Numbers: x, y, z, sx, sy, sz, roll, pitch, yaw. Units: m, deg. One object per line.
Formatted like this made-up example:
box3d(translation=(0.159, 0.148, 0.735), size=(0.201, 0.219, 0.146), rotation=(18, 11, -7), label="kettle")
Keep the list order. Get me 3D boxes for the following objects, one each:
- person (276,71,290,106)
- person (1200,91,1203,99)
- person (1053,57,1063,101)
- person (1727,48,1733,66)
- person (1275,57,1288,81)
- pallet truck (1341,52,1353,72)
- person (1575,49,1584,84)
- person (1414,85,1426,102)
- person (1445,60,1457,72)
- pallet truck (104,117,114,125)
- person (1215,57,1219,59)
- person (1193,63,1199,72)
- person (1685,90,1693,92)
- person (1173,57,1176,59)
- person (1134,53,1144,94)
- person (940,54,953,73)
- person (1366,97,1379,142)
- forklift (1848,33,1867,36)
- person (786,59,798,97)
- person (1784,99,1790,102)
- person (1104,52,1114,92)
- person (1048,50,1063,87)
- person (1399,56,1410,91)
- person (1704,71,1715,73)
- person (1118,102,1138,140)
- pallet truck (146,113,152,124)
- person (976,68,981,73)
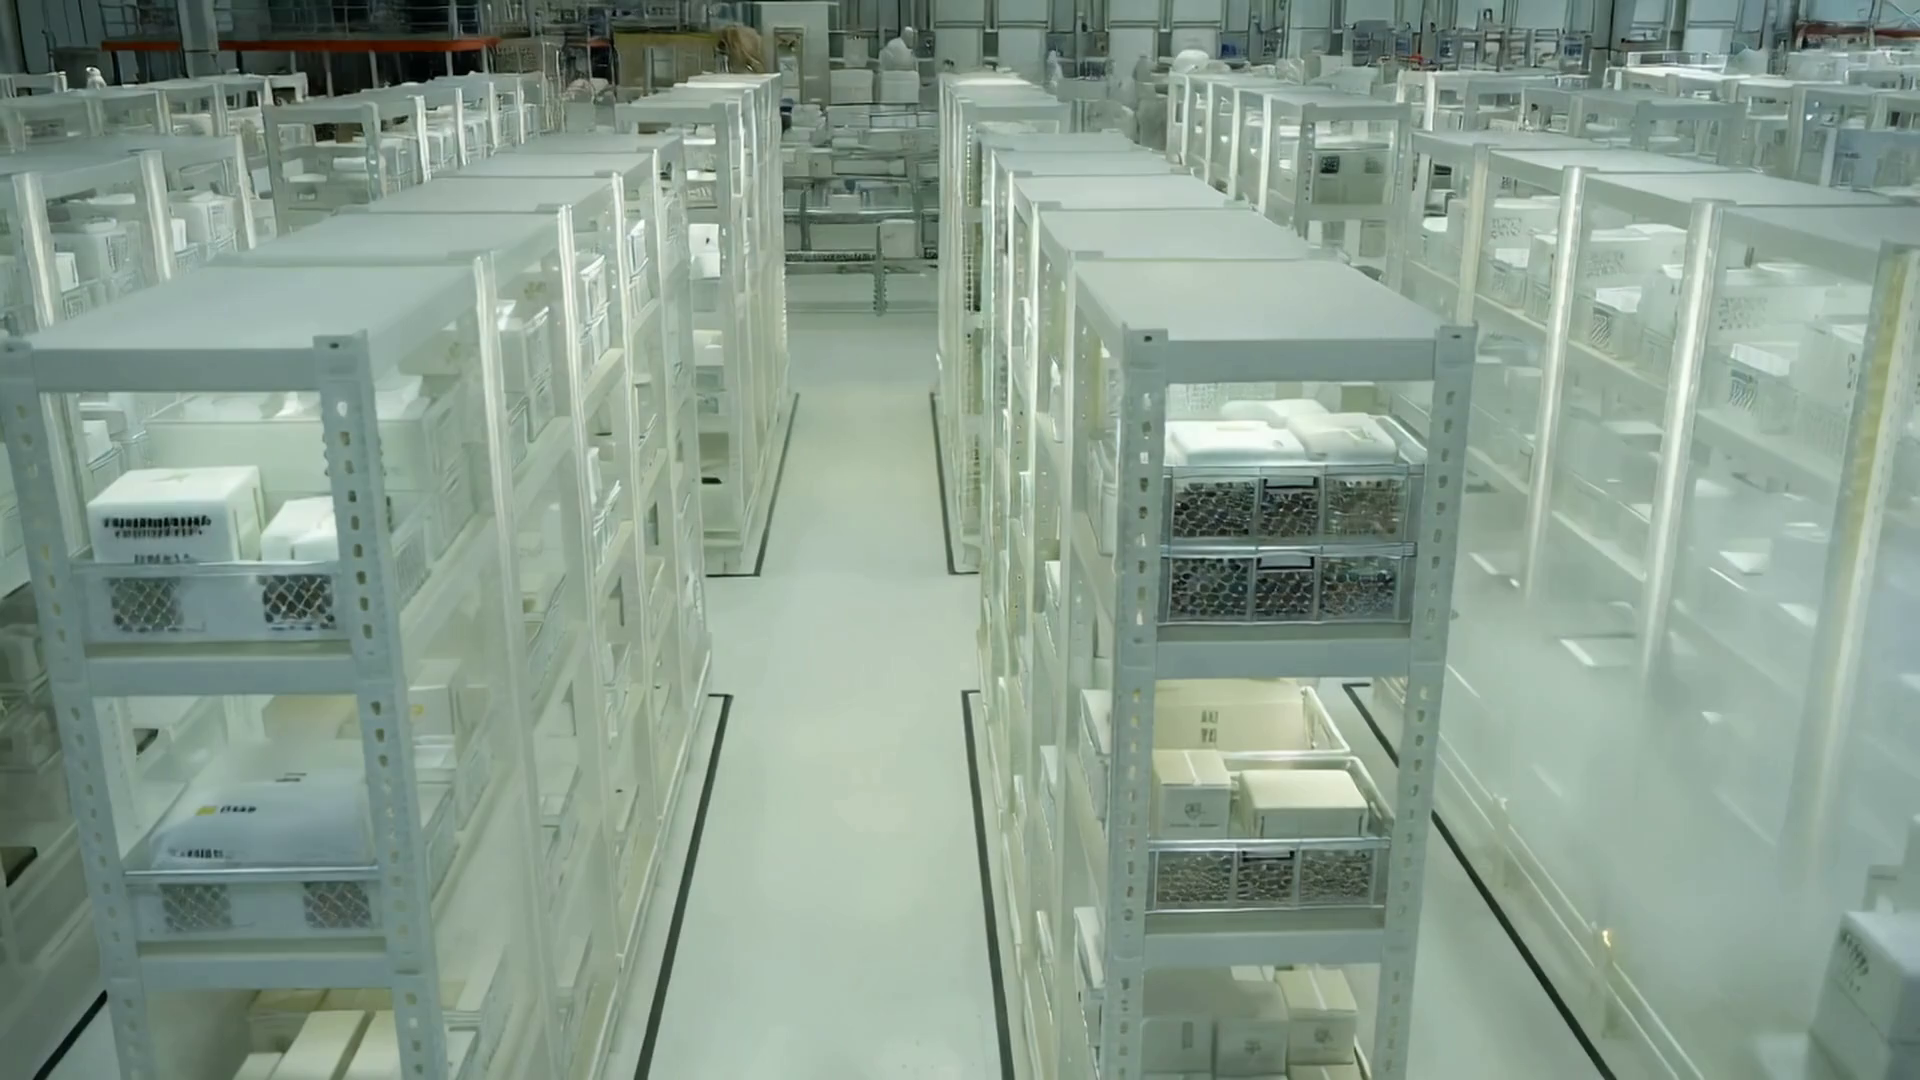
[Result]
box3d(translation=(-25.524, -16.769, 62.831), size=(0.975, 1.845, 0.586), rotation=(0, 18, -1), label="person")
box3d(translation=(8.131, -14.913, 57.097), size=(0.883, 1.832, 0.496), rotation=(0, 18, -1), label="person")
box3d(translation=(4.341, -20.538, 74.239), size=(0.388, 1.992, 0.617), rotation=(-10, 20, -27), label="person")
box3d(translation=(41.663, -25.658, 90.191), size=(0.368, 1.931, 0.626), rotation=(2, 18, 5), label="person")
box3d(translation=(14.678, -21.056, 75.966), size=(0.614, 1.919, 0.395), rotation=(11, 21, 31), label="person")
box3d(translation=(18.794, -23.123, 82.231), size=(0.823, 1.965, 1.885), rotation=(-13, 22, -35), label="pallet truck")
box3d(translation=(33.957, -25.911, 91.045), size=(1.036, 1.879, 0.552), rotation=(-11, 21, -31), label="person")
box3d(translation=(15.743, -15.017, 57.077), size=(0.982, 2.000, 0.683), rotation=(2, 18, 7), label="person")
box3d(translation=(22.574, -21.183, 76.614), size=(0.523, 1.760, 0.324), rotation=(7, 19, 19), label="person")
box3d(translation=(-18.367, -7.885, 35.078), size=(1.885, 1.965, 0.823), rotation=(1, 18, 2), label="pallet truck")
box3d(translation=(12.172, -21.953, 78.886), size=(0.665, 1.818, 0.687), rotation=(17, 25, 42), label="person")
box3d(translation=(9.274, -17.791, 65.686), size=(0.601, 2.035, 0.401), rotation=(5, 19, 15), label="person")
box3d(translation=(27.409, -16.820, 62.821), size=(0.373, 1.939, 0.545), rotation=(-16, 24, -41), label="person")
box3d(translation=(10.676, -23.197, 82.928), size=(0.876, 1.700, 0.524), rotation=(-2, 18, -6), label="person")
box3d(translation=(8.788, -22.927, 81.758), size=(0.534, 1.908, 0.622), rotation=(-3, 18, -10), label="person")
box3d(translation=(-0.662, -22.584, 80.659), size=(0.629, 1.940, 0.379), rotation=(2, 18, 6), label="person")
box3d(translation=(11.917, -12.014, 48.356), size=(0.536, 1.688, 0.421), rotation=(0, 18, 1), label="person")
box3d(translation=(46.106, -24.701, 85.701), size=(1.129, 2.768, 1.873), rotation=(-1, 18, -2), label="forklift")
box3d(translation=(-8.015, -22.013, 79.112), size=(0.646, 1.795, 0.937), rotation=(-8, 19, -22), label="person")
box3d(translation=(29.113, -15.301, 58.591), size=(0.535, 1.640, 0.892), rotation=(-12, 22, -33), label="person")
box3d(translation=(7.483, -23.454, 83.333), size=(0.389, 1.949, 0.603), rotation=(-8, 19, -23), label="person")
box3d(translation=(5.073, -24.931, 87.997), size=(0.754, 1.898, 0.549), rotation=(10, 20, 27), label="person")
box3d(translation=(22.559, -23.671, 84.406), size=(0.535, 1.700, 0.318), rotation=(2, 18, 7), label="person")
box3d(translation=(31.147, -18.912, 69.343), size=(0.576, 1.904, 0.400), rotation=(-3, 18, -8), label="person")
box3d(translation=(4.535, -11.017, 45.207), size=(0.532, 1.716, 0.917), rotation=(-13, 22, -34), label="person")
box3d(translation=(-18.087, -8.309, 36.390), size=(1.885, 1.965, 0.823), rotation=(-1, 18, -4), label="pallet truck")
box3d(translation=(0.718, -17.413, 64.794), size=(0.500, 1.861, 0.328), rotation=(-12, 22, -33), label="person")
